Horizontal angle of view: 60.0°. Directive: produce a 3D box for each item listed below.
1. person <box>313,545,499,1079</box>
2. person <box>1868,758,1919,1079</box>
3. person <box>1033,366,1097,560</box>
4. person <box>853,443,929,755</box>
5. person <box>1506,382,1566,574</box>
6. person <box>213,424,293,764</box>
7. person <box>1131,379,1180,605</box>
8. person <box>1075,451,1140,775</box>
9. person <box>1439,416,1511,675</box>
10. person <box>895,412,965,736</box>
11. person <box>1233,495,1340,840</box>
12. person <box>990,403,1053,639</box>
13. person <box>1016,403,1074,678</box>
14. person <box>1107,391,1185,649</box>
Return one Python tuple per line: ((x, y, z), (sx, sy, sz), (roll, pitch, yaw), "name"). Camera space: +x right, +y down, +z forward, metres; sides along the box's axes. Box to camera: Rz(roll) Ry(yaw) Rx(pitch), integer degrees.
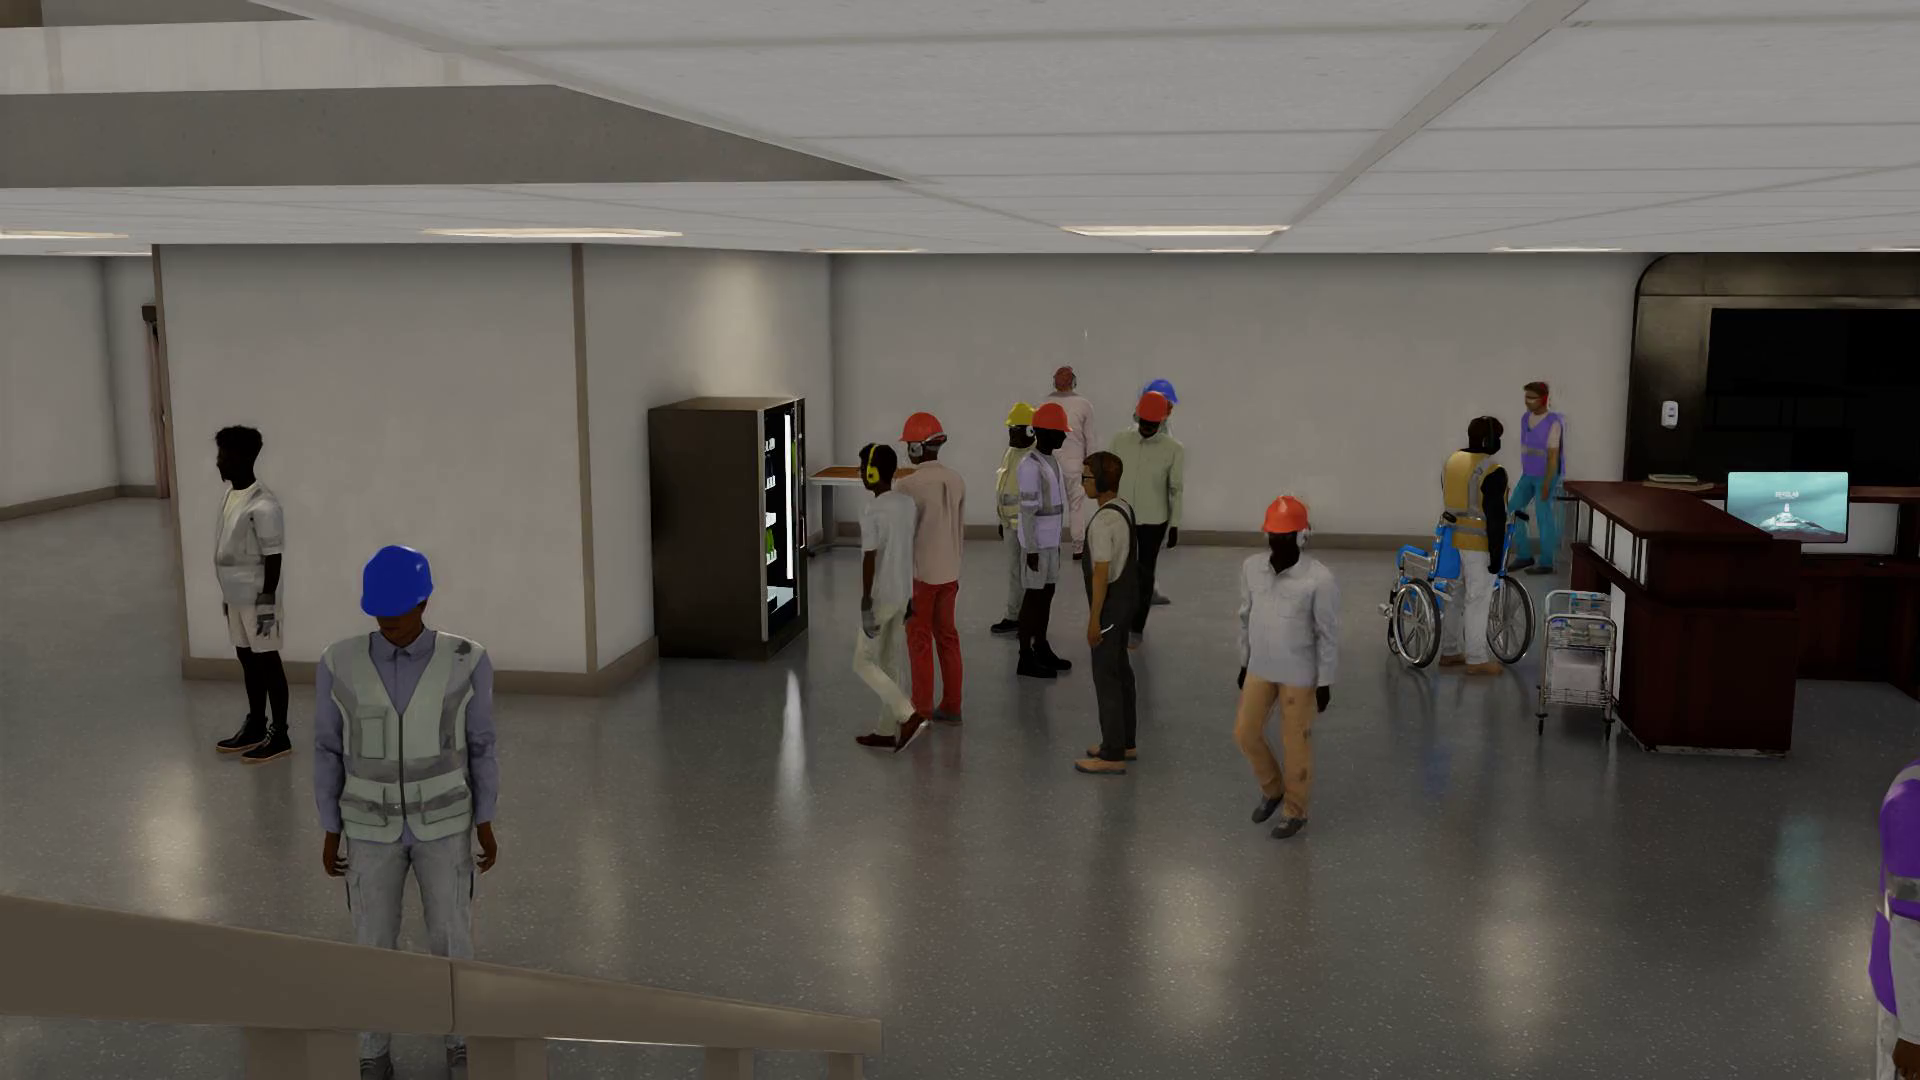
((-1.888, 0.966, 5.701), (0.603, 1.937, 0.402), (-2, 9, -13), "person")
((2.590, 1.185, 4.352), (0.548, 1.938, 0.358), (-9, 13, -44), "person")
((1.040, -0.757, 16.414), (0.642, 1.913, 0.408), (3, 10, 17), "person")
((-0.402, 0.355, 9.738), (0.545, 1.852, 0.536), (7, 11, 36), "person")
((5.349, -0.566, 15.507), (0.592, 1.815, 0.583), (-2, 9, -14), "person")
((-4.135, 0.307, 9.677), (0.603, 1.967, 0.368), (9, 13, 43), "person")
((1.607, -0.409, 14.212), (0.536, 1.934, 0.619), (6, 11, 35), "person")
((0.843, 0.408, 9.467), (0.342, 1.837, 0.503), (3, 10, 20), "person")
((3.646, 0.038, 11.758), (0.429, 1.836, 0.628), (-3, 10, -20), "person")
((-0.207, 0.206, 10.261), (0.402, 1.987, 0.608), (7, 11, 36), "person")
((1.610, 0.638, 8.306), (0.583, 1.742, 0.394), (9, 13, 43), "person")
((0.482, -0.149, 12.895), (0.403, 1.835, 0.588), (-6, 11, -35), "person")
((0.604, 0.001, 11.699), (0.378, 1.931, 0.545), (4, 10, 25), "person")
((1.370, -0.165, 12.612), (0.680, 1.954, 0.629), (3, 10, 18), "person")
